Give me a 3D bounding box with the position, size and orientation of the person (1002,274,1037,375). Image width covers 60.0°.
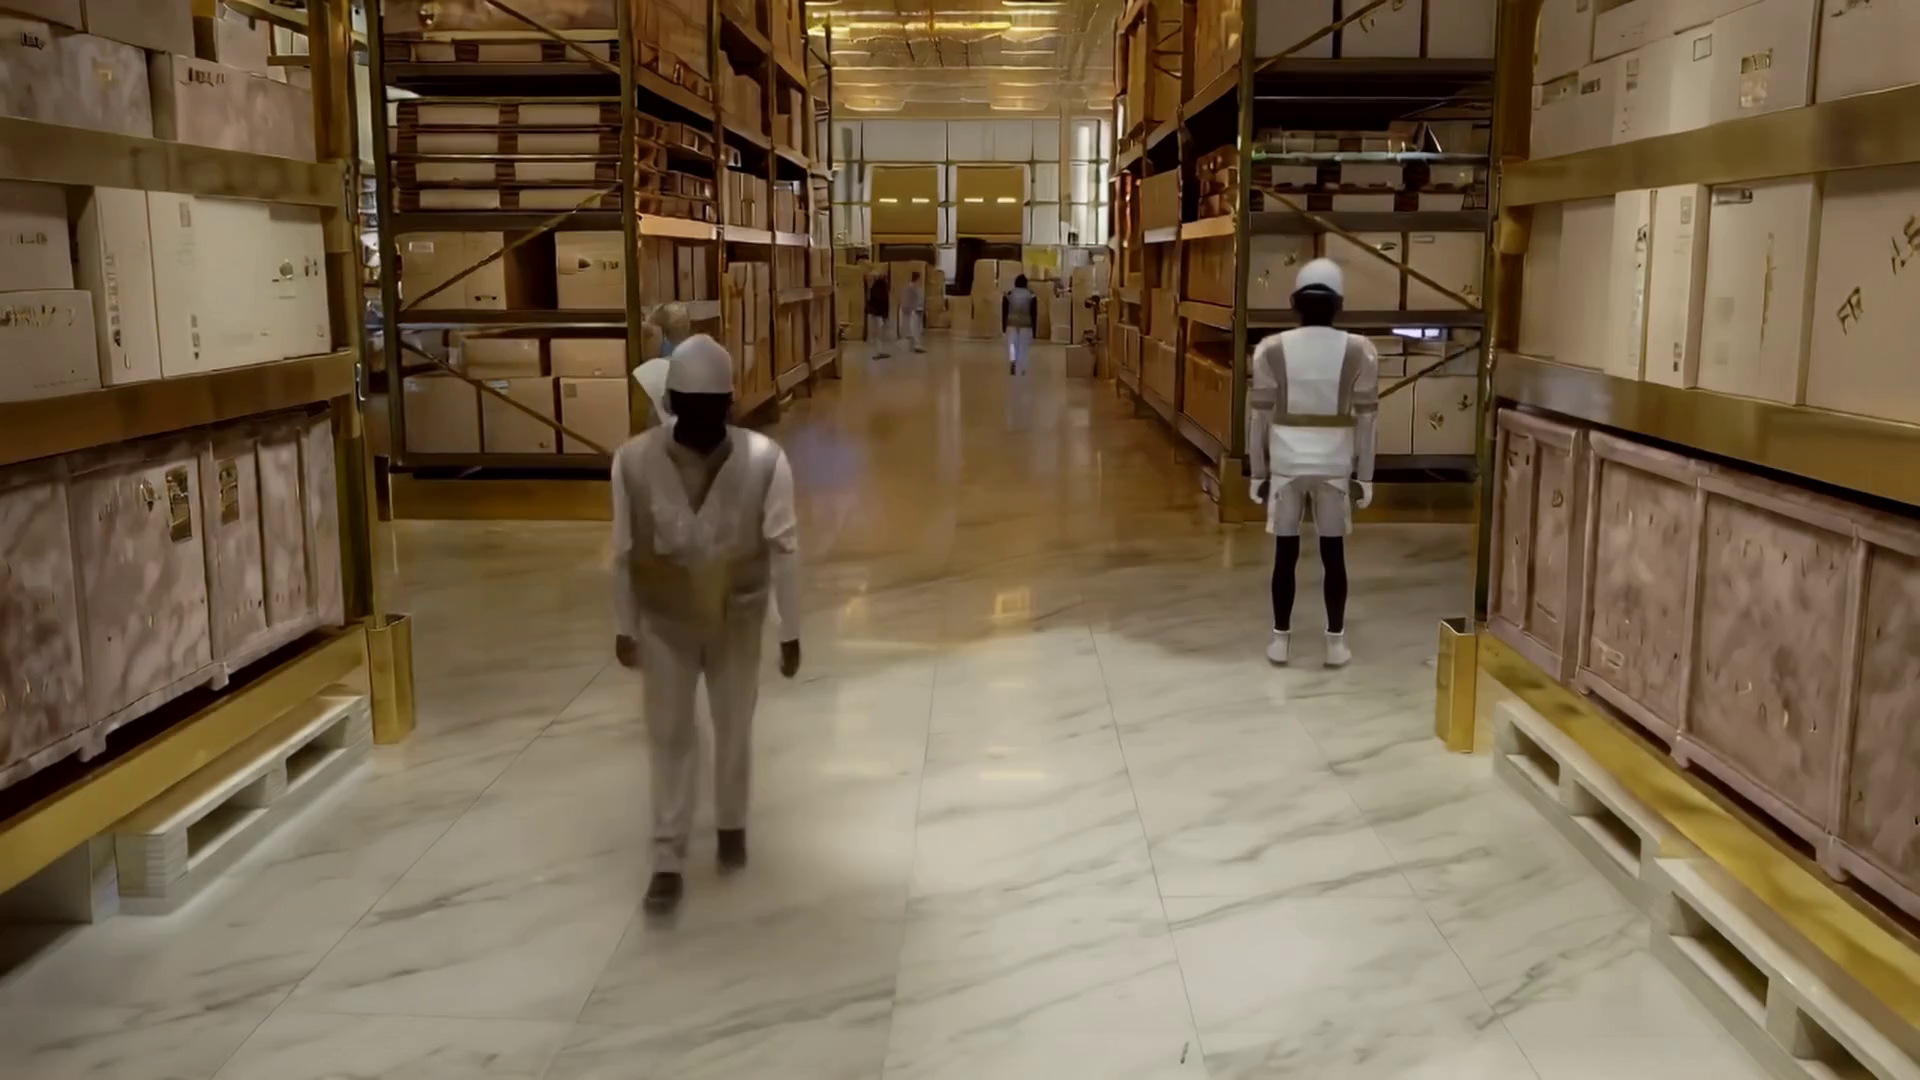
[{"bbox_3d":[1.061,-3.844,29.761,0.640,1.824,0.592,1,10,7],"label":"person"}]

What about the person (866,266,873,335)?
[{"bbox_3d":[-2.491,-6.688,46.504,0.846,1.910,0.662,-3,10,-18],"label":"person"}]

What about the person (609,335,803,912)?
[{"bbox_3d":[-0.806,0.258,5.261,0.619,1.785,0.903,-1,10,-5],"label":"person"}]

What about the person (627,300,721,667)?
[{"bbox_3d":[-1.385,-0.259,8.247,0.382,1.837,0.567,7,12,37],"label":"person"}]

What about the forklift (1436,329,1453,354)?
[{"bbox_3d":[10.972,-5.293,35.269,1.129,2.768,1.873,0,9,1],"label":"forklift"}]

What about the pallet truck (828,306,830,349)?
[{"bbox_3d":[-3.100,-3.940,29.800,1.885,1.965,0.823,3,10,19],"label":"pallet truck"}]

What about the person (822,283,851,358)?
[{"bbox_3d":[-2.716,-4.599,34.800,0.874,1.632,0.573,-6,11,-34],"label":"person"}]

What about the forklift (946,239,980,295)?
[{"bbox_3d":[0.254,-8.962,57.245,1.873,2.768,1.129,8,12,40],"label":"forklift"}]

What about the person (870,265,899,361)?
[{"bbox_3d":[-1.568,-4.648,34.100,0.739,1.965,0.638,7,12,36],"label":"person"}]

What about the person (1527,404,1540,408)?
[{"bbox_3d":[4.370,-0.837,12.179,0.447,1.684,0.539,0,9,-1],"label":"person"}]

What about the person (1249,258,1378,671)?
[{"bbox_3d":[1.749,-0.368,8.270,0.616,2.041,0.379,2,10,12],"label":"person"}]

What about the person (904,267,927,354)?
[{"bbox_3d":[-0.958,-5.066,36.806,0.434,1.911,0.703,7,12,34],"label":"person"}]
